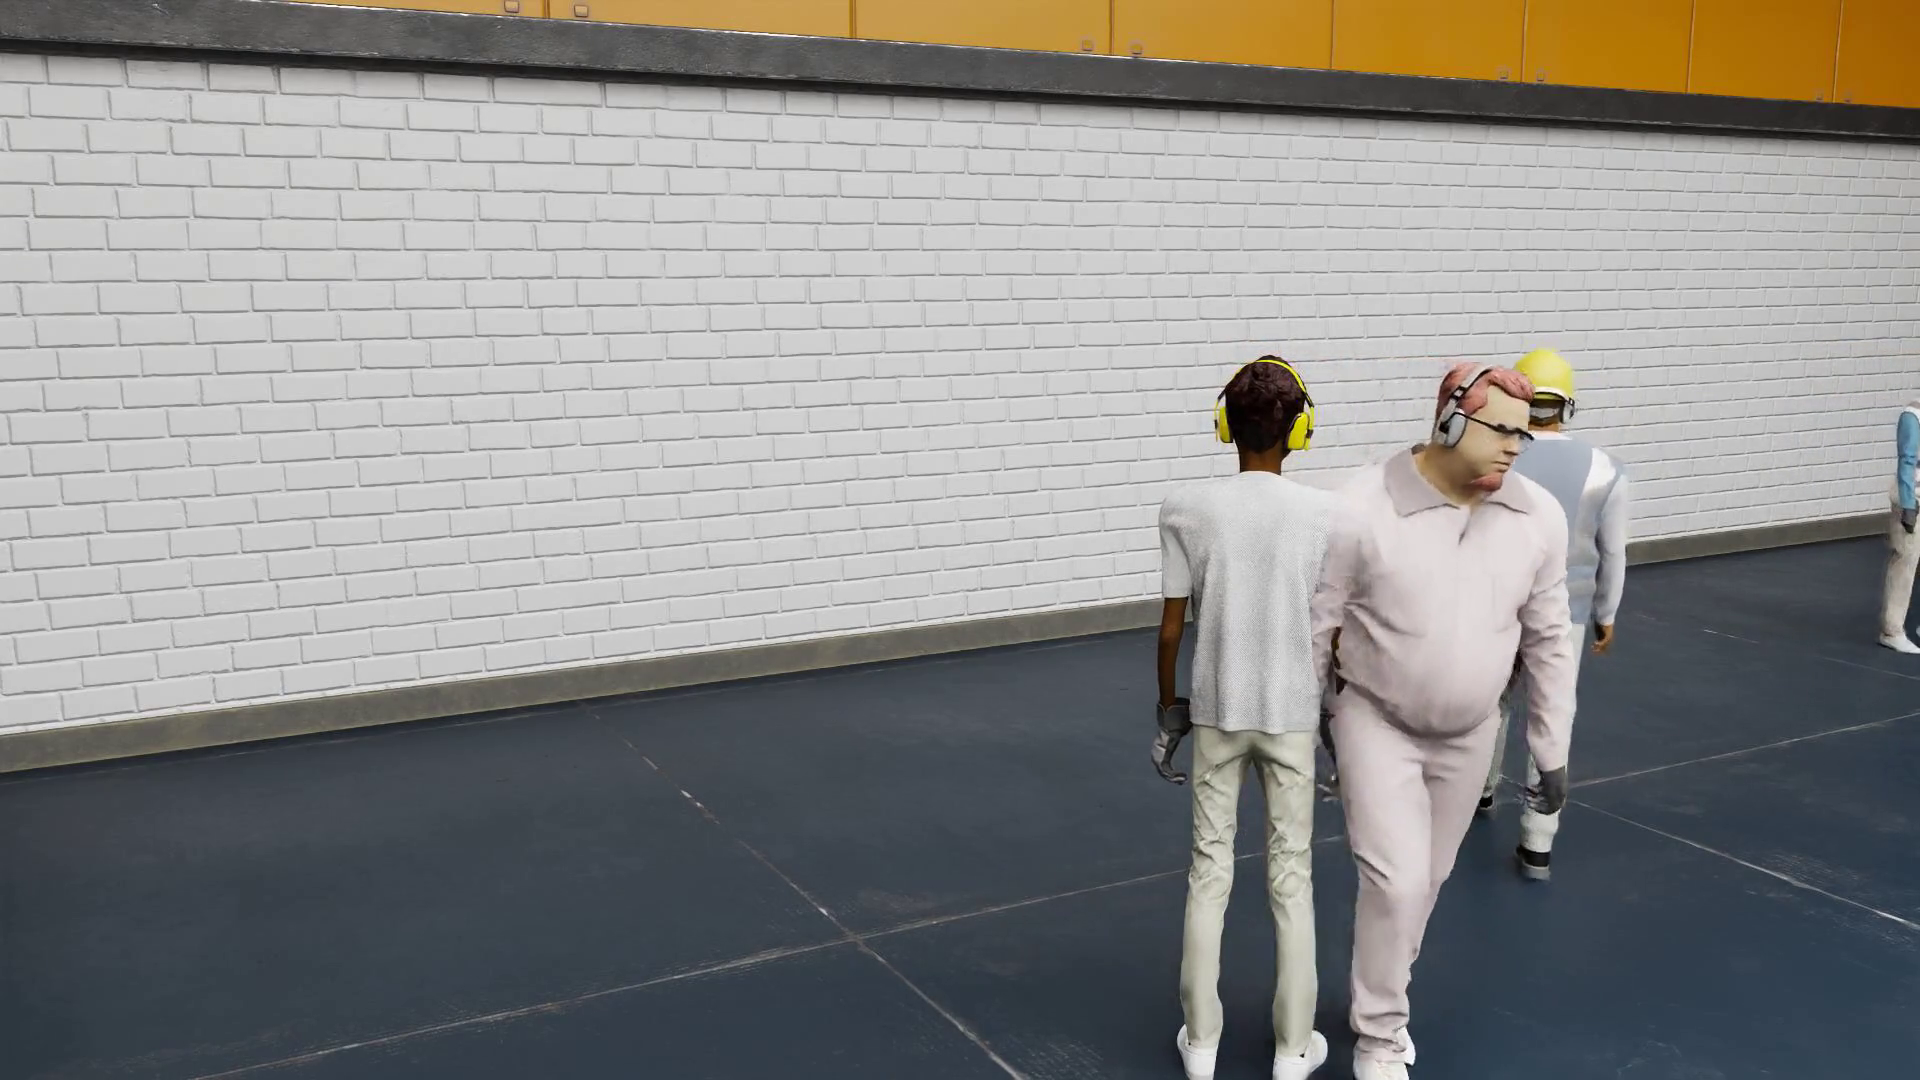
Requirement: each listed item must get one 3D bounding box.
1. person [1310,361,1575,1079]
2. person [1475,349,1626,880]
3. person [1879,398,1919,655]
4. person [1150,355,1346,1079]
[{"bbox_3d":[1.165,0.489,4.143,0.664,1.865,0.778,-2,10,-11],"label":"person"},{"bbox_3d":[2.016,0.222,5.895,0.624,1.779,0.929,2,10,10],"label":"person"},{"bbox_3d":[5.090,-0.183,8.697,0.543,1.614,0.478,-3,10,-19],"label":"person"},{"bbox_3d":[0.748,0.470,4.228,0.527,1.871,0.322,2,10,14],"label":"person"}]
